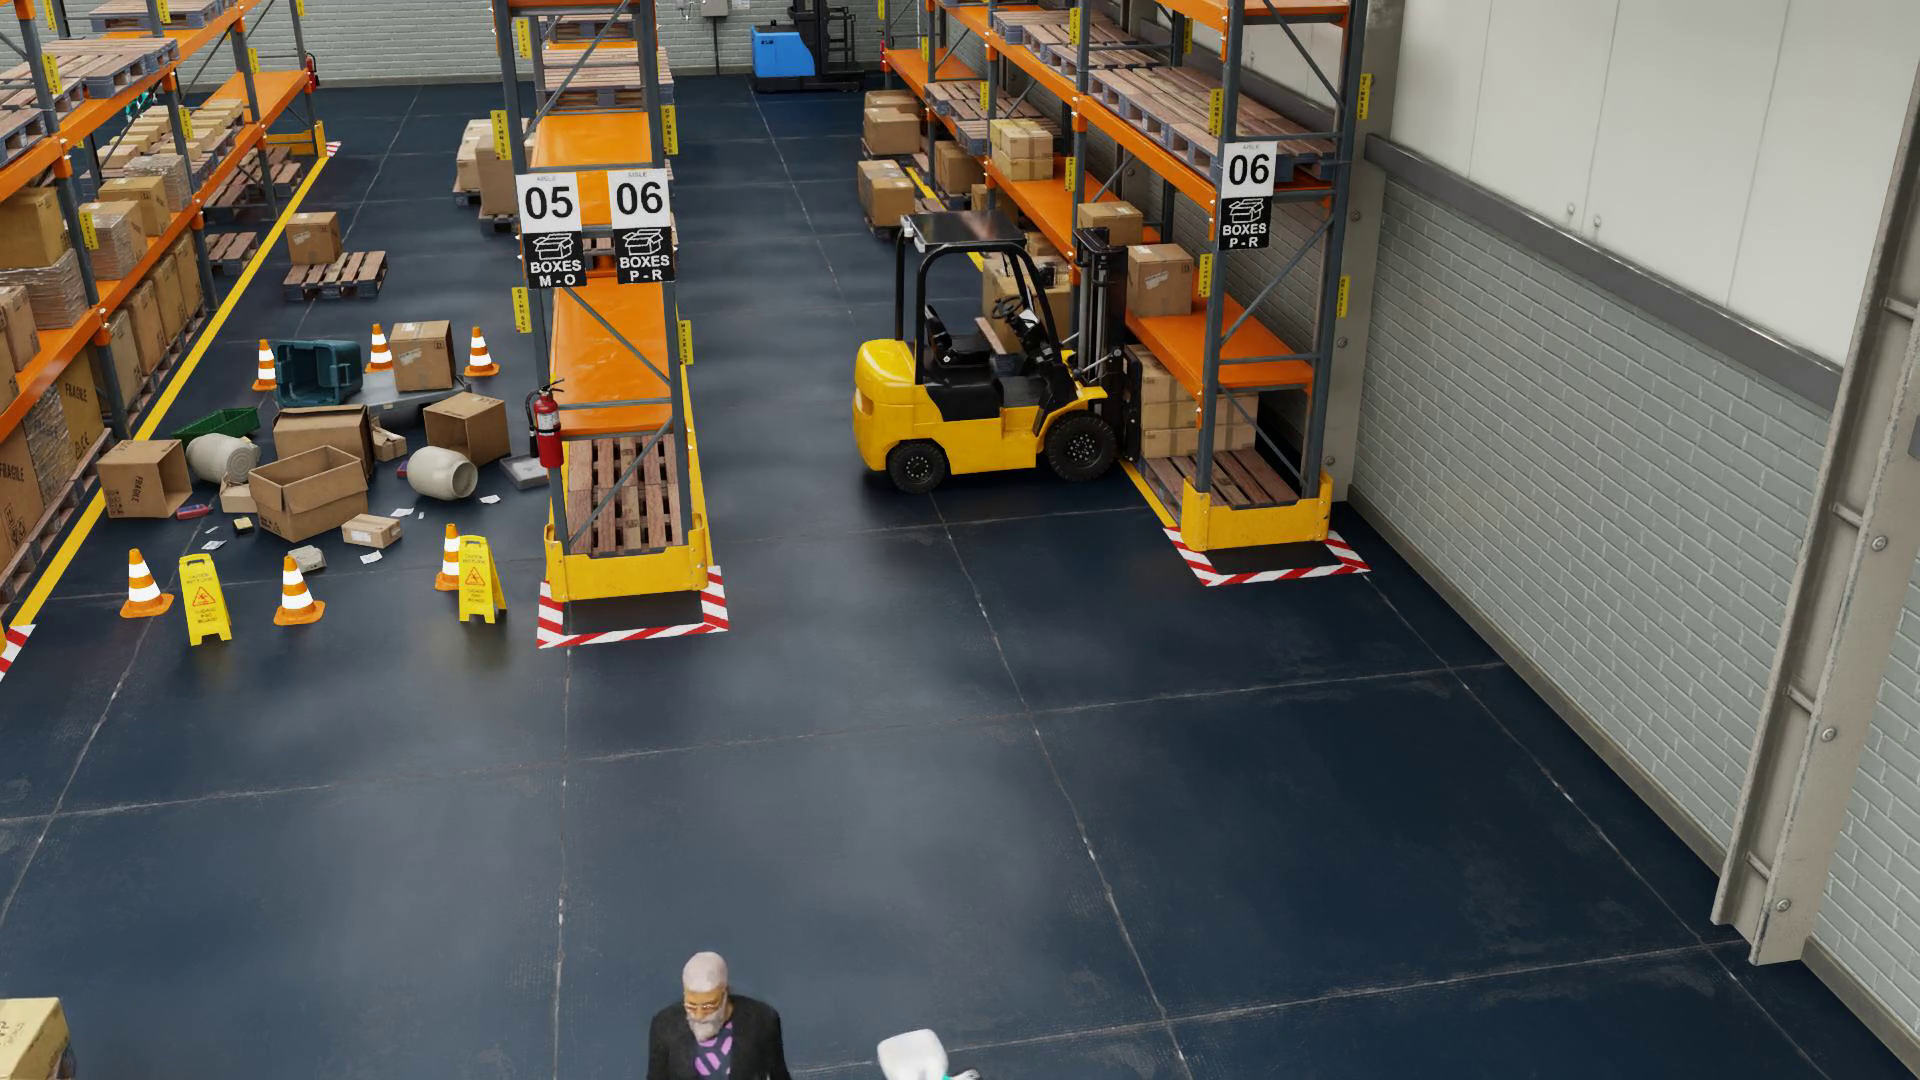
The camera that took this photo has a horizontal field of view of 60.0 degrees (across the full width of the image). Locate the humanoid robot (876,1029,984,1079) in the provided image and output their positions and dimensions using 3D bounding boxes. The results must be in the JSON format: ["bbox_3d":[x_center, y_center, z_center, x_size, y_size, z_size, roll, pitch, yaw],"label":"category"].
[{"bbox_3d":[-0.259,2.508,6.311,0.534,1.867,0.740,-12,28,-23],"label":"humanoid robot"}]

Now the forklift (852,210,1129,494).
[{"bbox_3d":[0.216,-1.659,14.366,2.313,2.155,1.214,-5,26,-10],"label":"forklift"}]

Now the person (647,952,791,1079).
[{"bbox_3d":[-0.942,2.373,6.403,0.571,1.802,0.975,1,26,3],"label":"person"}]

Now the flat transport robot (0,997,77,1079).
[{"bbox_3d":[-4.411,2.838,7.219,1.431,0.231,0.659,-8,27,-16],"label":"flat transport robot"}]

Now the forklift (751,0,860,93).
[{"bbox_3d":[-2.872,-9.679,30.288,1.873,2.768,1.129,-5,26,-10],"label":"forklift"}]

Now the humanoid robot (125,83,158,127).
[{"bbox_3d":[-12.787,-6.967,25.784,0.533,1.681,0.735,-23,34,-40],"label":"humanoid robot"}]
